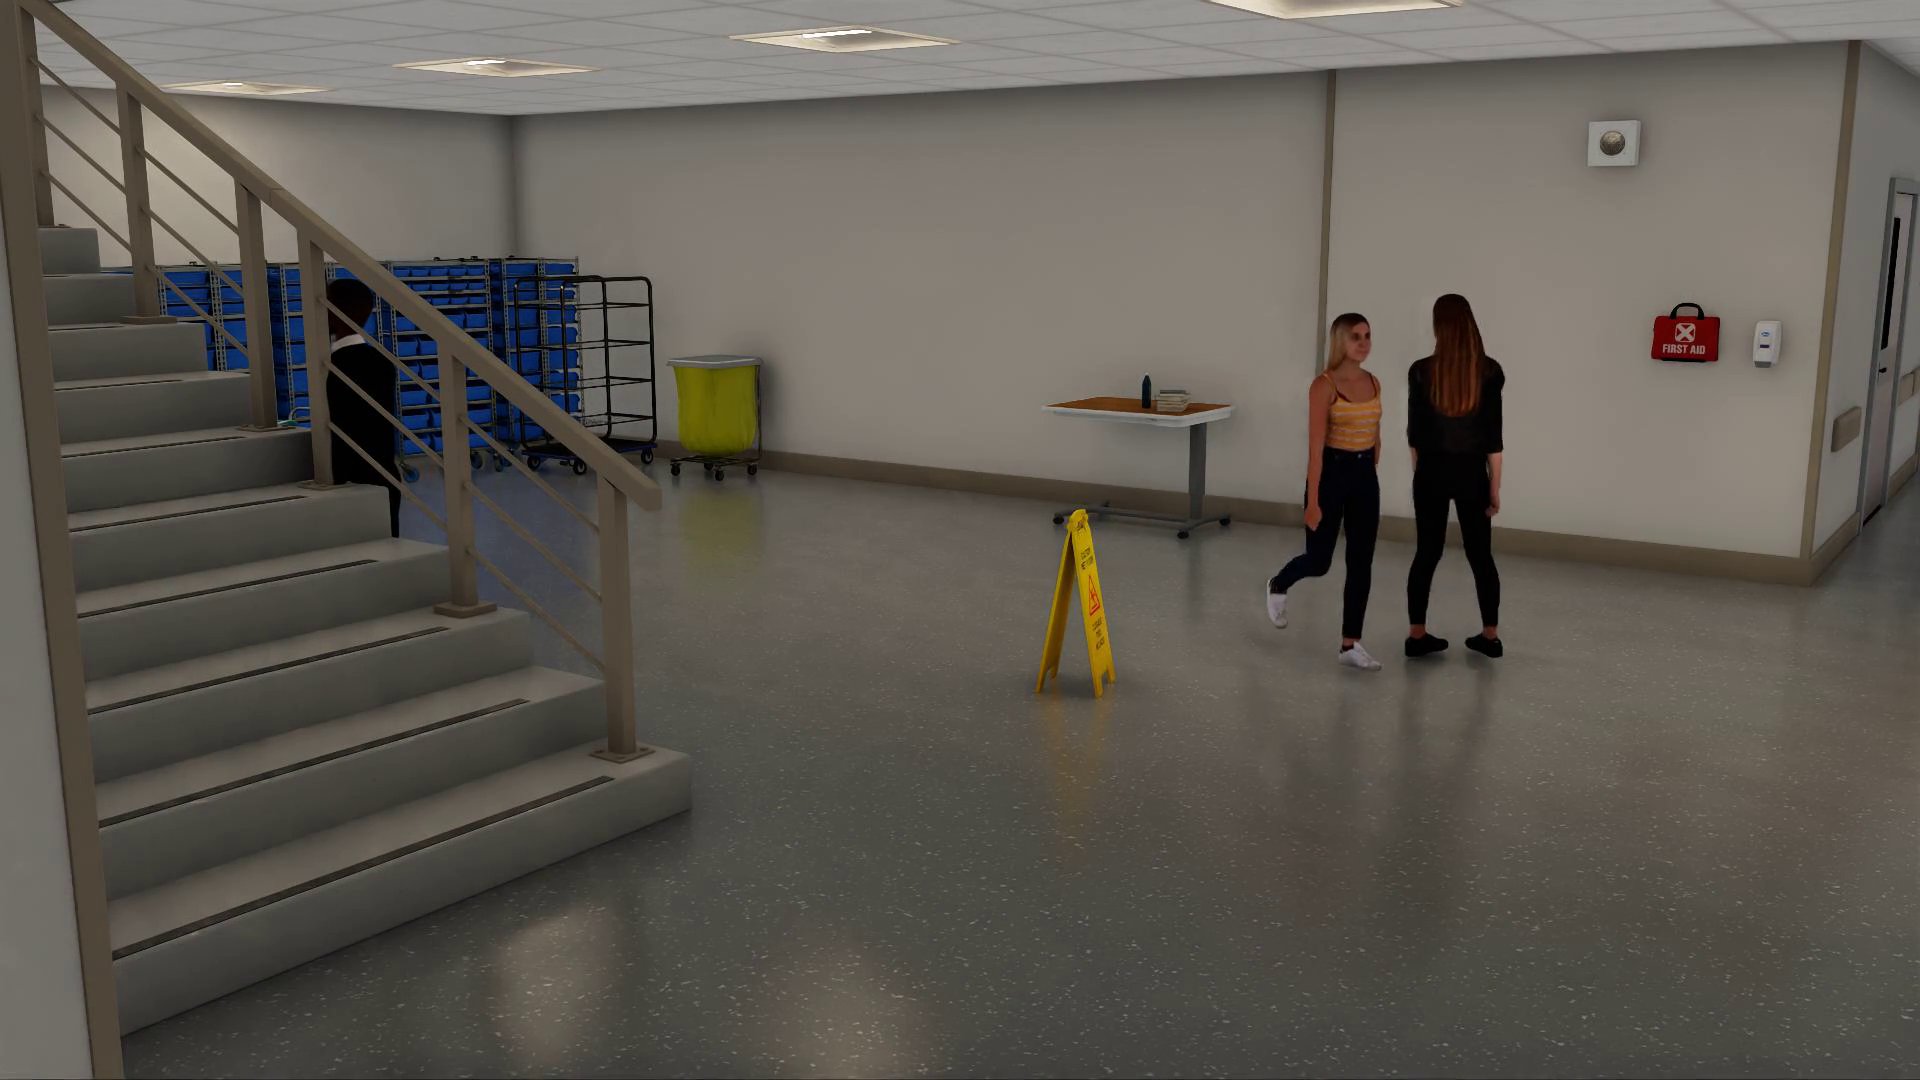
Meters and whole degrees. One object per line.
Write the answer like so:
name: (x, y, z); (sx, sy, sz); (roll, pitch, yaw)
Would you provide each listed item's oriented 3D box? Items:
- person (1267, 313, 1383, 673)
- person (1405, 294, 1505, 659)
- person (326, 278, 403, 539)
person: (1.709, -0.227, 7.679); (0.873, 1.609, 1.081); (-5, 12, -26)
person: (2.225, -0.271, 7.683); (0.603, 1.694, 0.754); (7, 13, 33)
person: (-2.420, -0.160, 6.793); (0.698, 1.809, 0.717); (2, 11, 9)
